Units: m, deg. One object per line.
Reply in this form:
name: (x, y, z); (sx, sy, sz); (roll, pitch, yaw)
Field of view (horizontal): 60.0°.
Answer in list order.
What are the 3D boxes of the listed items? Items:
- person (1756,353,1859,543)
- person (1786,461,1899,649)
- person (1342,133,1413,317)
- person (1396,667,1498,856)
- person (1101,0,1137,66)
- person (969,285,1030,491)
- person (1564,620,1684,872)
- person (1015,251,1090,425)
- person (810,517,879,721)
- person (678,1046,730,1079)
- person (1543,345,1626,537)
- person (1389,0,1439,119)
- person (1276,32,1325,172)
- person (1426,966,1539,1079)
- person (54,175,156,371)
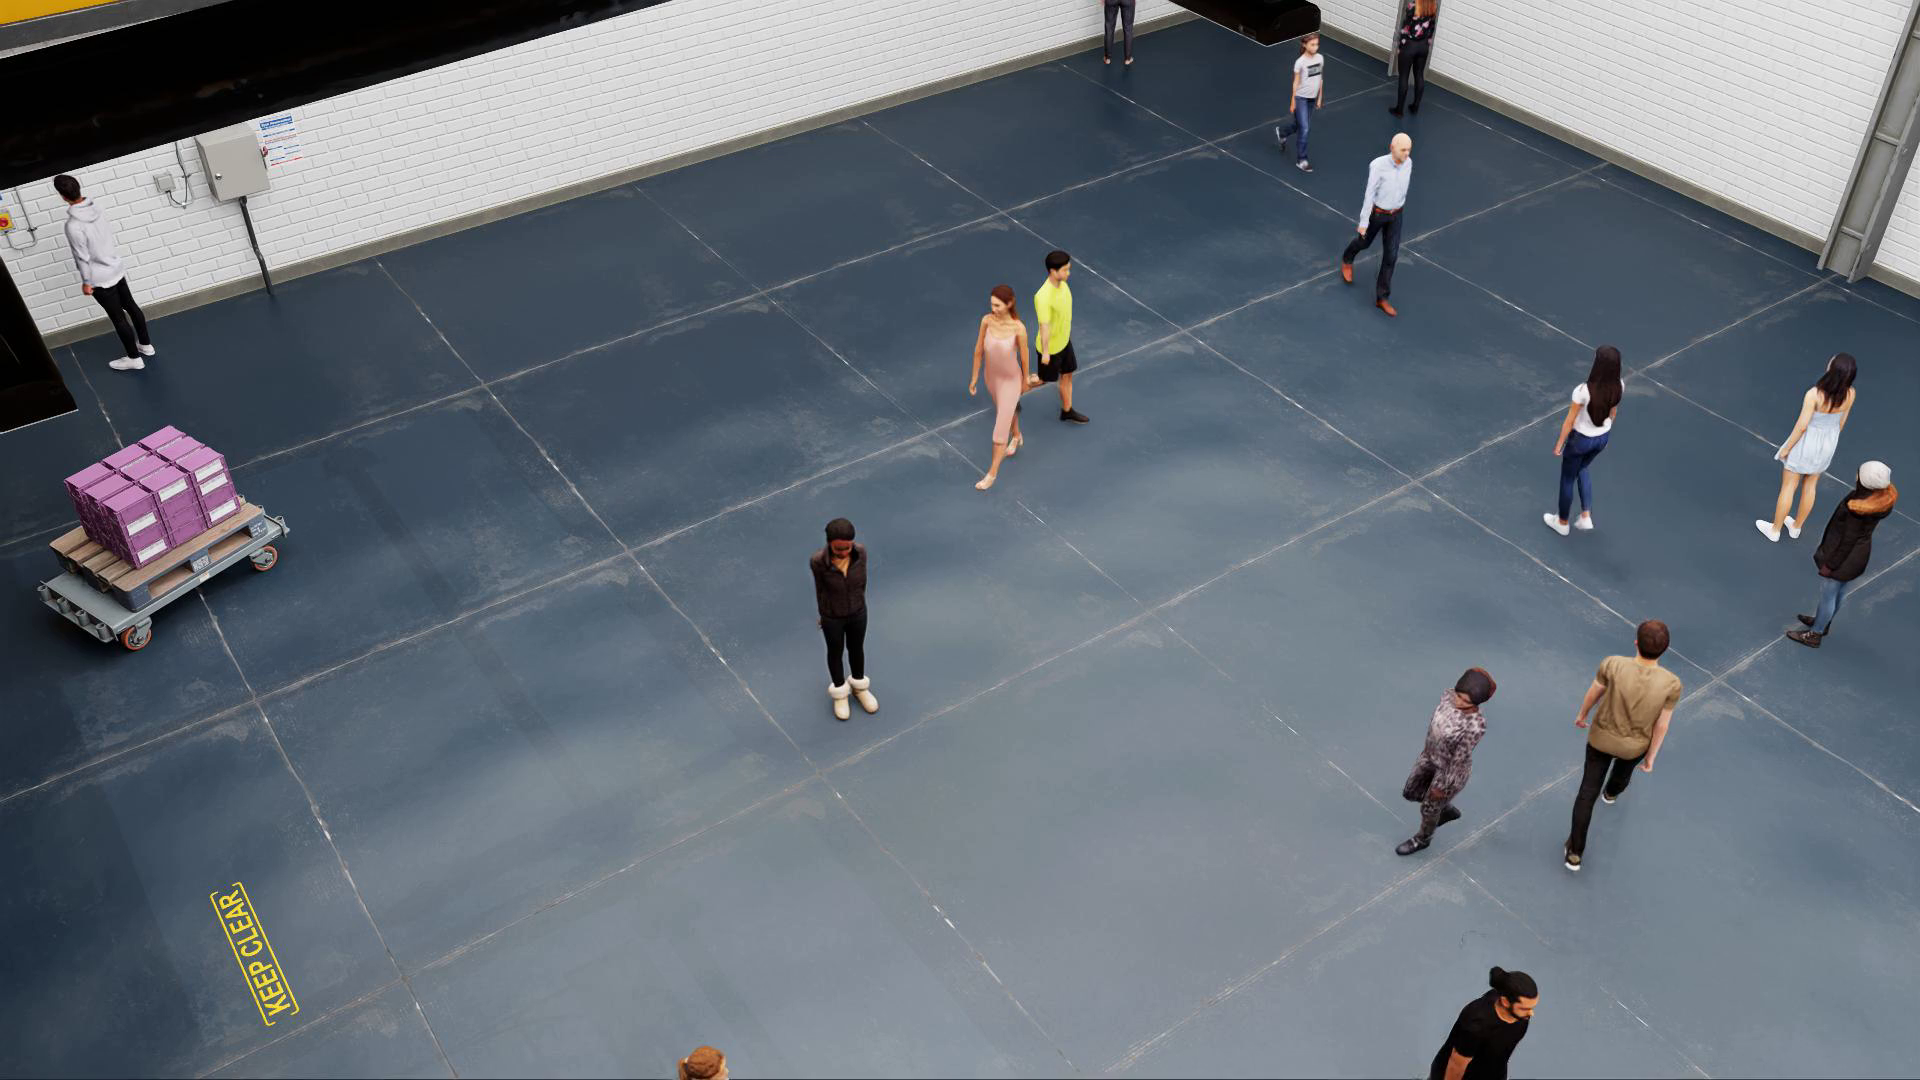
person: (6.742, -0.735, 13.165); (0.668, 1.729, 0.674); (-5, 39, -6)
person: (6.500, 0.098, 12.197); (0.658, 1.635, 0.638); (-32, 48, -33)
person: (4.063, -3.160, 16.180); (0.934, 1.756, 1.341); (-10, 40, -12)
person: (3.127, 1.432, 10.479); (0.750, 1.694, 0.727); (-8, 39, -10)
person: (1.999, -6.810, 20.774); (0.677, 1.726, 0.735); (6, 39, 7)
person: (0.401, -1.360, 13.910); (1.117, 1.775, 0.911); (21, 43, 24)
person: (4.139, 1.332, 10.520); (1.264, 1.799, 1.155); (16, 41, 19)
person: (0.735, -1.753, 14.476); (1.144, 1.684, 0.966); (16, 41, 19)
person: (-0.827, 0.494, 11.681); (0.655, 1.661, 0.603); (-23, 44, -26)
person: (-1.351, 3.077, 8.746); (0.941, 1.287, 0.920); (3, 39, 4)
person: (4.993, -0.723, 13.123); (0.694, 1.761, 0.752); (-12, 40, -14)
person: (5.353, -5.809, 19.555); (0.636, 1.683, 0.604); (-11, 40, -13)
person: (3.820, -4.959, 18.609); (0.606, 1.536, 0.998); (-19, 42, -22)
person: (2.665, 2.743, 8.817); (0.707, 1.721, 0.997); (-18, 42, -21)
person: (-7.789, -2.454, 15.158); (0.832, 1.927, 0.754); (4, 39, 5)
